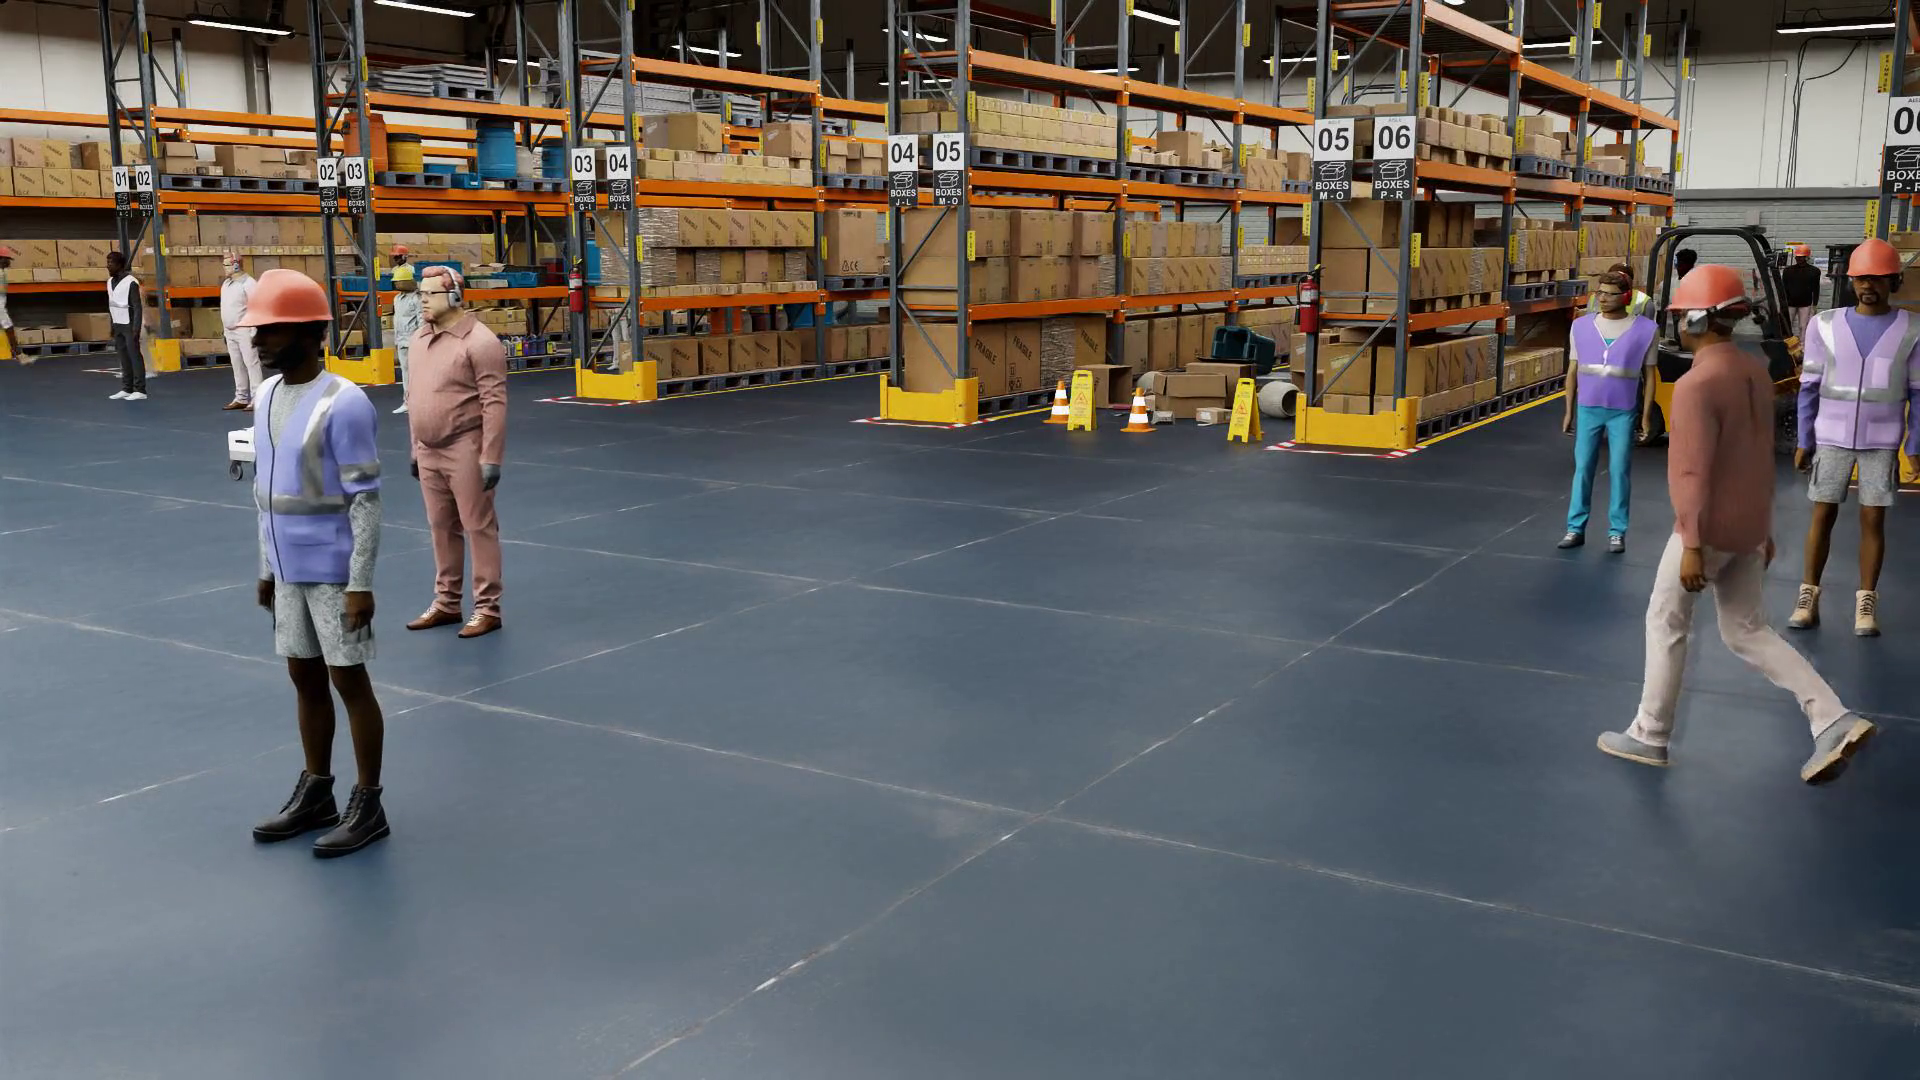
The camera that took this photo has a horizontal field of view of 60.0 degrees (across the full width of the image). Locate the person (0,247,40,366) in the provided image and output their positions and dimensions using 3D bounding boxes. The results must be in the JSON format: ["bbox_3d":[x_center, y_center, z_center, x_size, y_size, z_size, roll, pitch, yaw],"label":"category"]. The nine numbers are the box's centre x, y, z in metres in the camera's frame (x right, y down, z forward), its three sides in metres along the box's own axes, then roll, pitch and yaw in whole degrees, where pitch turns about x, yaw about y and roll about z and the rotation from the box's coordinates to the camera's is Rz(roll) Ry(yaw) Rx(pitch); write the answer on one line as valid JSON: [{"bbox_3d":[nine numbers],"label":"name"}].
[{"bbox_3d":[-15.688,-3.791,27.156,1.085,1.953,0.614,-9,14,-41],"label":"person"}]

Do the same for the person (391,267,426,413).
[{"bbox_3d":[-6.536,-2.353,19.711,0.486,1.740,0.313,7,12,33],"label":"person"}]

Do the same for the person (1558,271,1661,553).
[{"bbox_3d":[4.273,-0.839,10.949,0.564,1.840,0.397,7,12,33],"label":"person"}]

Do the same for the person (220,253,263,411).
[{"bbox_3d":[-8.706,-2.505,20.107,0.643,1.905,0.400,7,12,33],"label":"person"}]

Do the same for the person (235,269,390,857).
[{"bbox_3d":[-2.148,0.084,5.505,0.546,1.939,0.375,7,12,33],"label":"person"}]

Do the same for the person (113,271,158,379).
[{"bbox_3d":[-12.295,-3.164,24.642,0.517,1.599,0.816,7,12,35],"label":"person"}]

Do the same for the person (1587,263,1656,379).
[{"bbox_3d":[6.173,-1.680,15.671,0.624,1.841,0.430,7,12,33],"label":"person"}]

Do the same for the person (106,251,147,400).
[{"bbox_3d":[-10.816,-2.774,21.580,0.590,1.916,0.399,7,12,33],"label":"person"}]

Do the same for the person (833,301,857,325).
[{"bbox_3d":[-2.615,-5.735,38.425,0.666,1.827,0.528,-2,10,-9],"label":"person"}]

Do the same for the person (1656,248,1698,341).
[{"bbox_3d":[8.413,-2.408,19.391,0.608,1.963,0.374,7,12,33],"label":"person"}]

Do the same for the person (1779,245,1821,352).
[{"bbox_3d":[14.356,-4.042,28.471,0.613,1.991,0.392,7,12,33],"label":"person"}]

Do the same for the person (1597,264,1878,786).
[{"bbox_3d":[2.935,-0.047,6.211,0.629,1.959,0.913,-8,13,-37],"label":"person"}]

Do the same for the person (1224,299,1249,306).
[{"bbox_3d":[5.250,-4.448,31.567,0.535,1.697,0.322,7,12,33],"label":"person"}]

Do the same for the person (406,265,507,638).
[{"bbox_3d":[-2.625,-0.450,8.587,0.643,1.910,0.400,7,12,33],"label":"person"}]

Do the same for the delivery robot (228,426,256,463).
[{"bbox_3d":[-5.894,-0.818,14.169,0.707,0.478,0.477,6,12,31],"label":"delivery robot"}]

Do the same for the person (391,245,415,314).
[{"bbox_3d":[-9.511,-4.045,28.475,0.613,1.995,0.390,7,12,33],"label":"person"}]

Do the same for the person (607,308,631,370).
[{"bbox_3d":[-5.415,-3.516,26.505,0.515,1.641,0.314,7,12,33],"label":"person"}]

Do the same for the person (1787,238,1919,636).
[{"bbox_3d":[4.647,-0.520,8.595,0.608,2.045,0.392,7,12,33],"label":"person"}]
